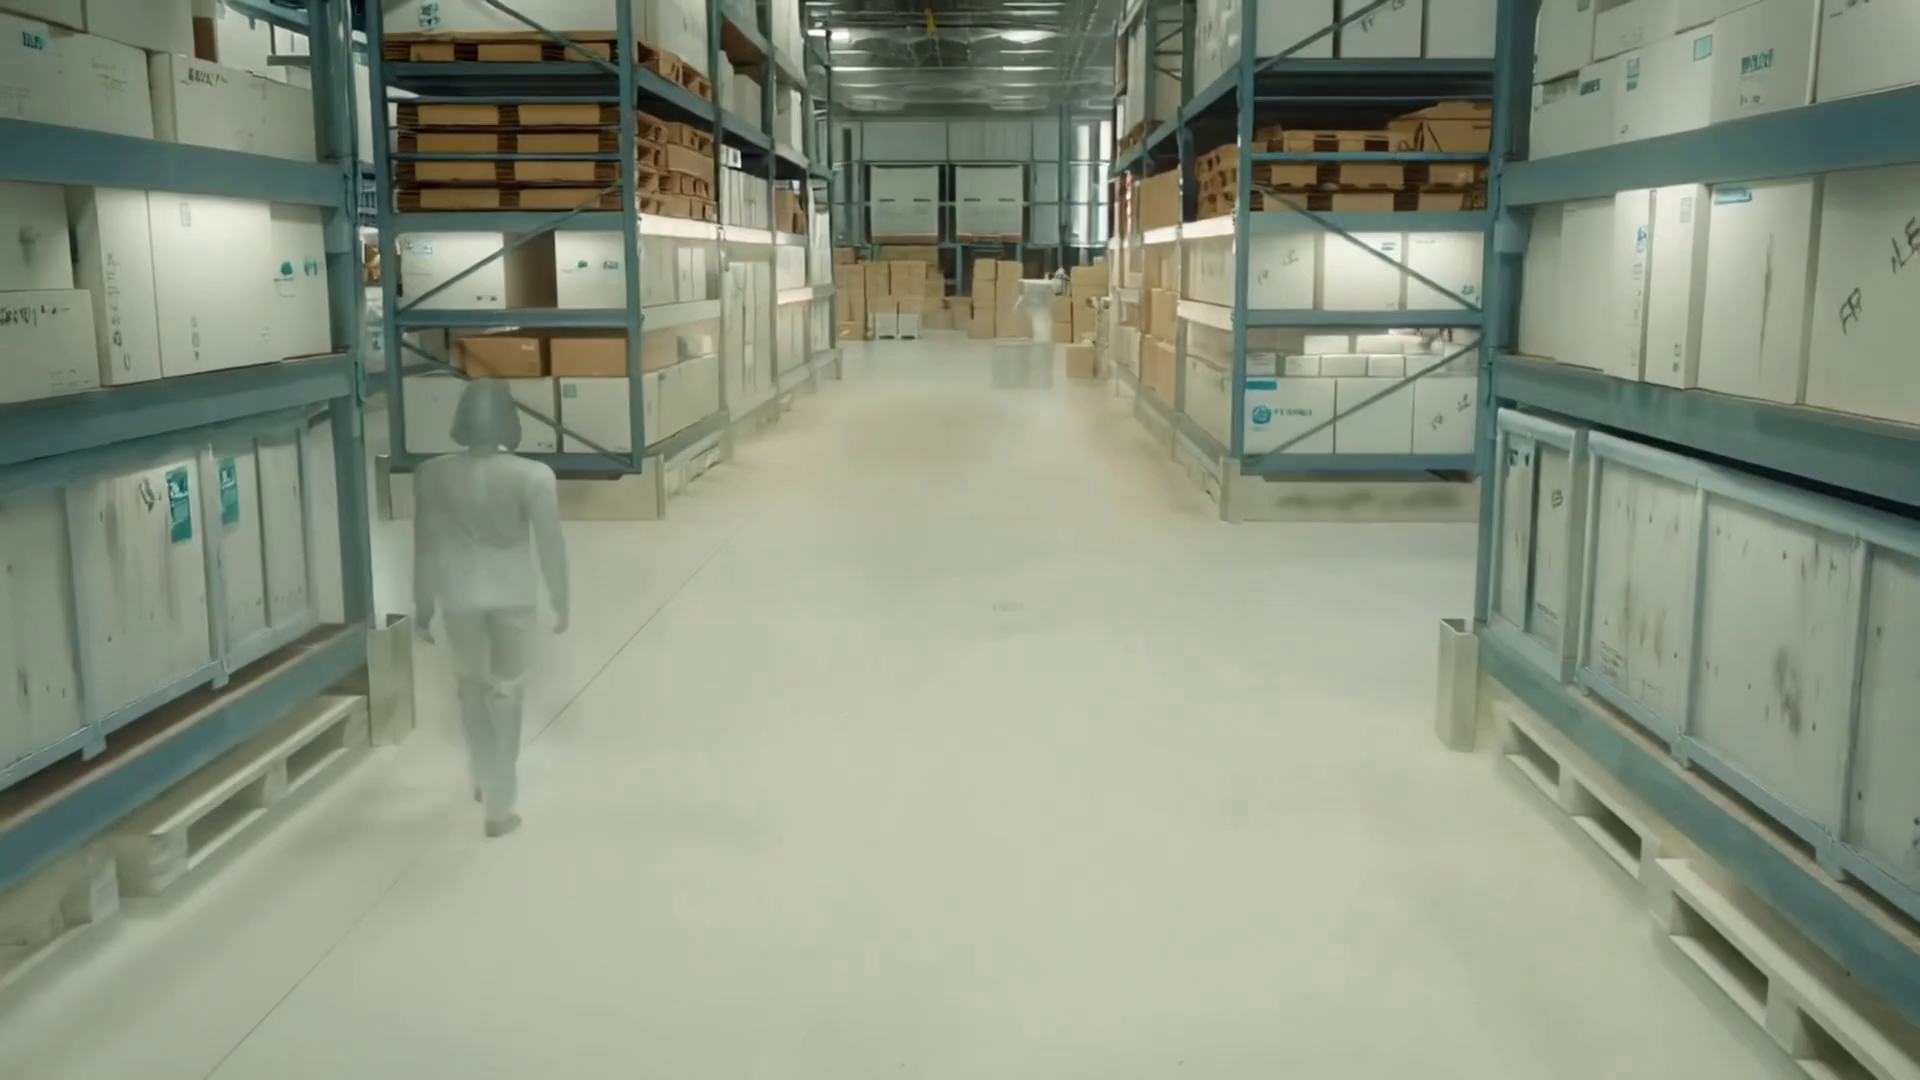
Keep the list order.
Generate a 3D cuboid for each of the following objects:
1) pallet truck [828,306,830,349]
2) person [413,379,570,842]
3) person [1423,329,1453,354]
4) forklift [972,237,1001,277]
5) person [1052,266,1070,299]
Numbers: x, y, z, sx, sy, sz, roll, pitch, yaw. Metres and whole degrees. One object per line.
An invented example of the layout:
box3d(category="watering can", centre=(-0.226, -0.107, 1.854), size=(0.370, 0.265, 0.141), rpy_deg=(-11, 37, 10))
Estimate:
box3d(category="pallet truck", centre=(-3.100, -3.940, 29.800), size=(1.885, 1.965, 0.823), rpy_deg=(3, 10, 19))
box3d(category="person", centre=(-1.666, 0.230, 5.993), size=(0.522, 1.602, 0.727), rpy_deg=(0, 9, -1))
box3d(category="person", centre=(10.418, -4.888, 35.800), size=(0.846, 1.906, 0.552), rpy_deg=(7, 12, 35))
box3d(category="forklift", centre=(0.849, -8.383, 53.775), size=(1.129, 2.768, 1.873), rpy_deg=(0, 9, 1))
box3d(category="person", centre=(3.444, -8.436, 56.979), size=(0.640, 1.917, 0.736), rpy_deg=(-5, 11, -26))
